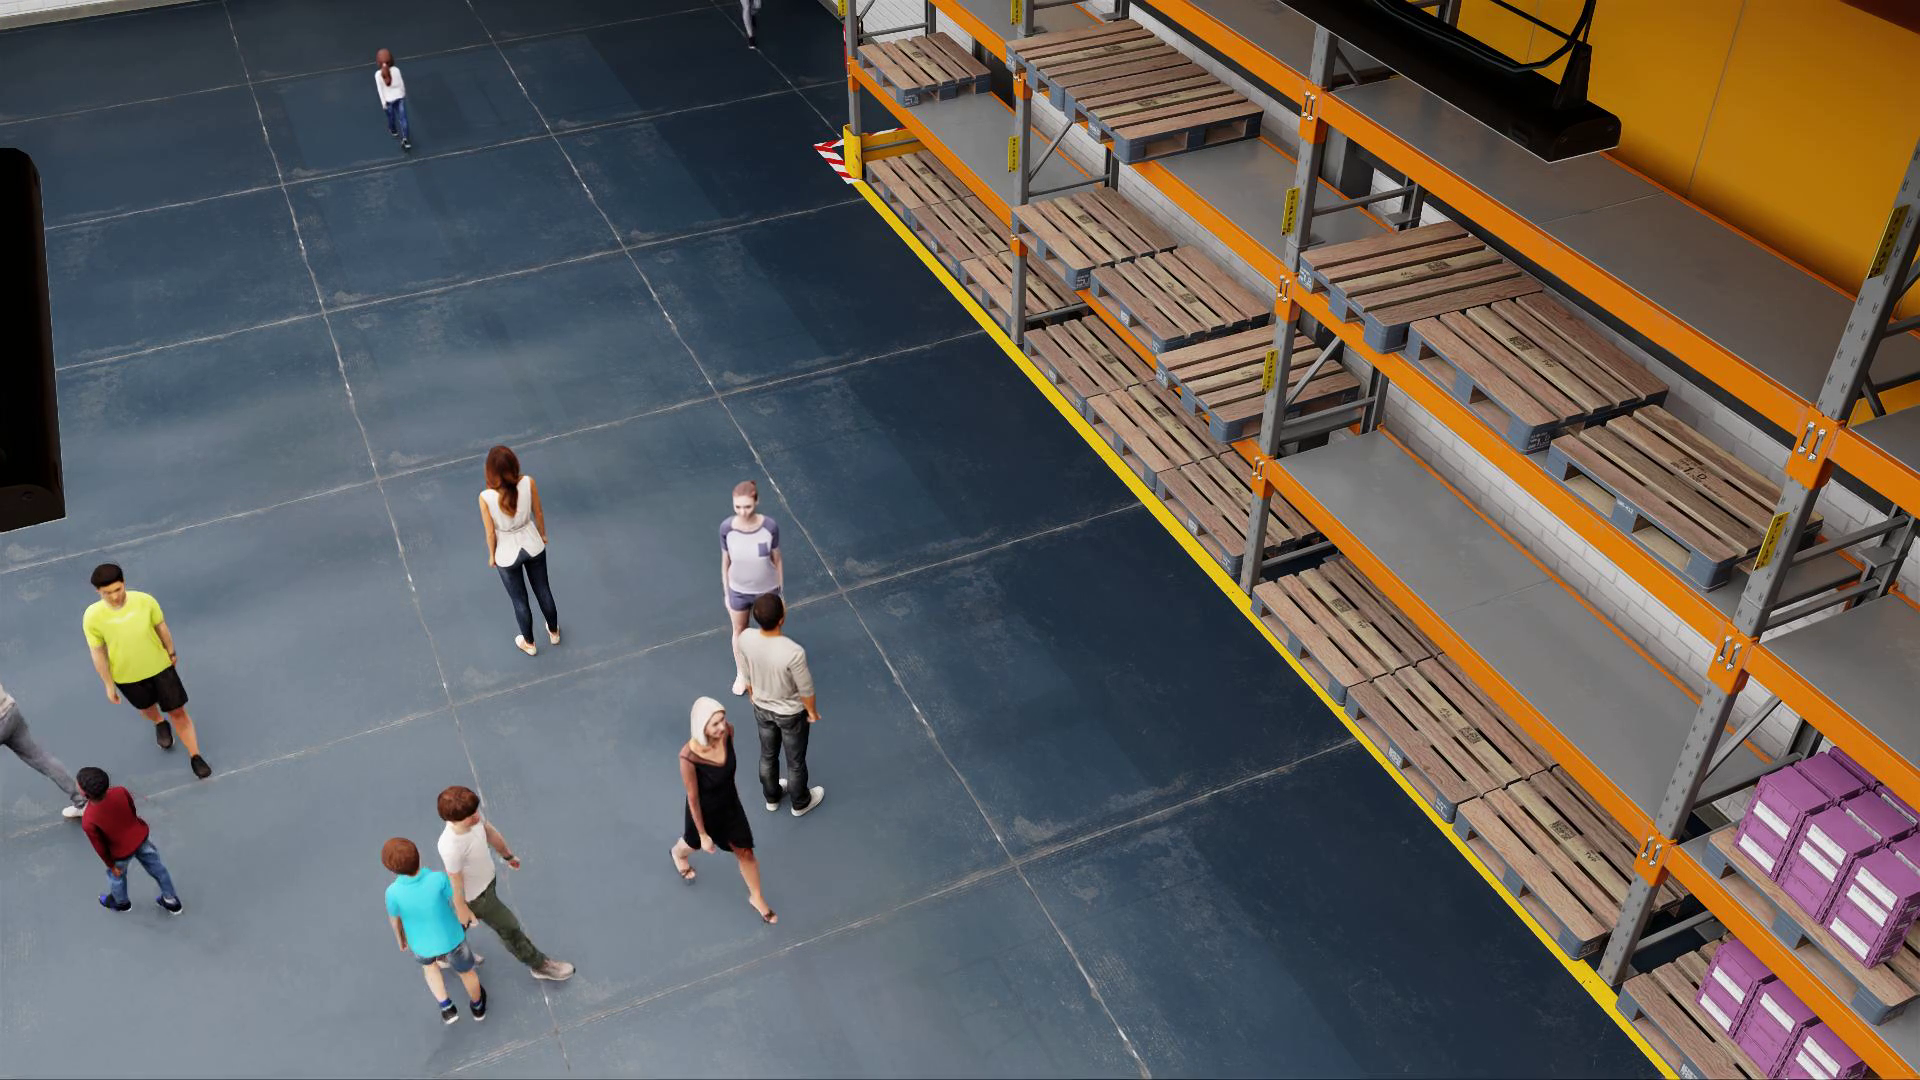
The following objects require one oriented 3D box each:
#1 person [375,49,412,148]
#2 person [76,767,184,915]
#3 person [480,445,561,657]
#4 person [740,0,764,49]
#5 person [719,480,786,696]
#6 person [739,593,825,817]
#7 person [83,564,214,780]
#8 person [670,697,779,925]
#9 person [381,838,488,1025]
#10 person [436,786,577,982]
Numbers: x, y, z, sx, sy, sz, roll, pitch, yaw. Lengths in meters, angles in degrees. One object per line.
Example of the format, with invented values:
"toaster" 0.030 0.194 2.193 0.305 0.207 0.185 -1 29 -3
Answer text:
"person" -6.355 -4.951 18.694 0.493 1.080 0.801 -20 43 -23
"person" -4.996 1.848 10.054 0.821 1.239 0.740 18 42 21
"person" -3.126 0.080 11.830 0.626 1.785 0.575 -23 44 -26
"person" -2.672 -7.104 20.887 0.643 1.709 0.950 -10 40 -12
"person" -1.415 0.314 11.553 0.670 1.766 0.687 -3 39 -3
"person" -1.150 1.056 10.587 0.710 1.812 0.783 15 41 18
"person" -5.461 0.791 11.035 0.678 1.666 1.056 -19 42 -22
"person" -1.552 1.587 10.007 1.148 1.706 0.862 30 47 32
"person" -2.964 2.263 9.380 0.643 1.432 0.650 -5 39 -6
"person" -2.846 1.984 9.578 1.000 1.620 1.124 2 39 2
